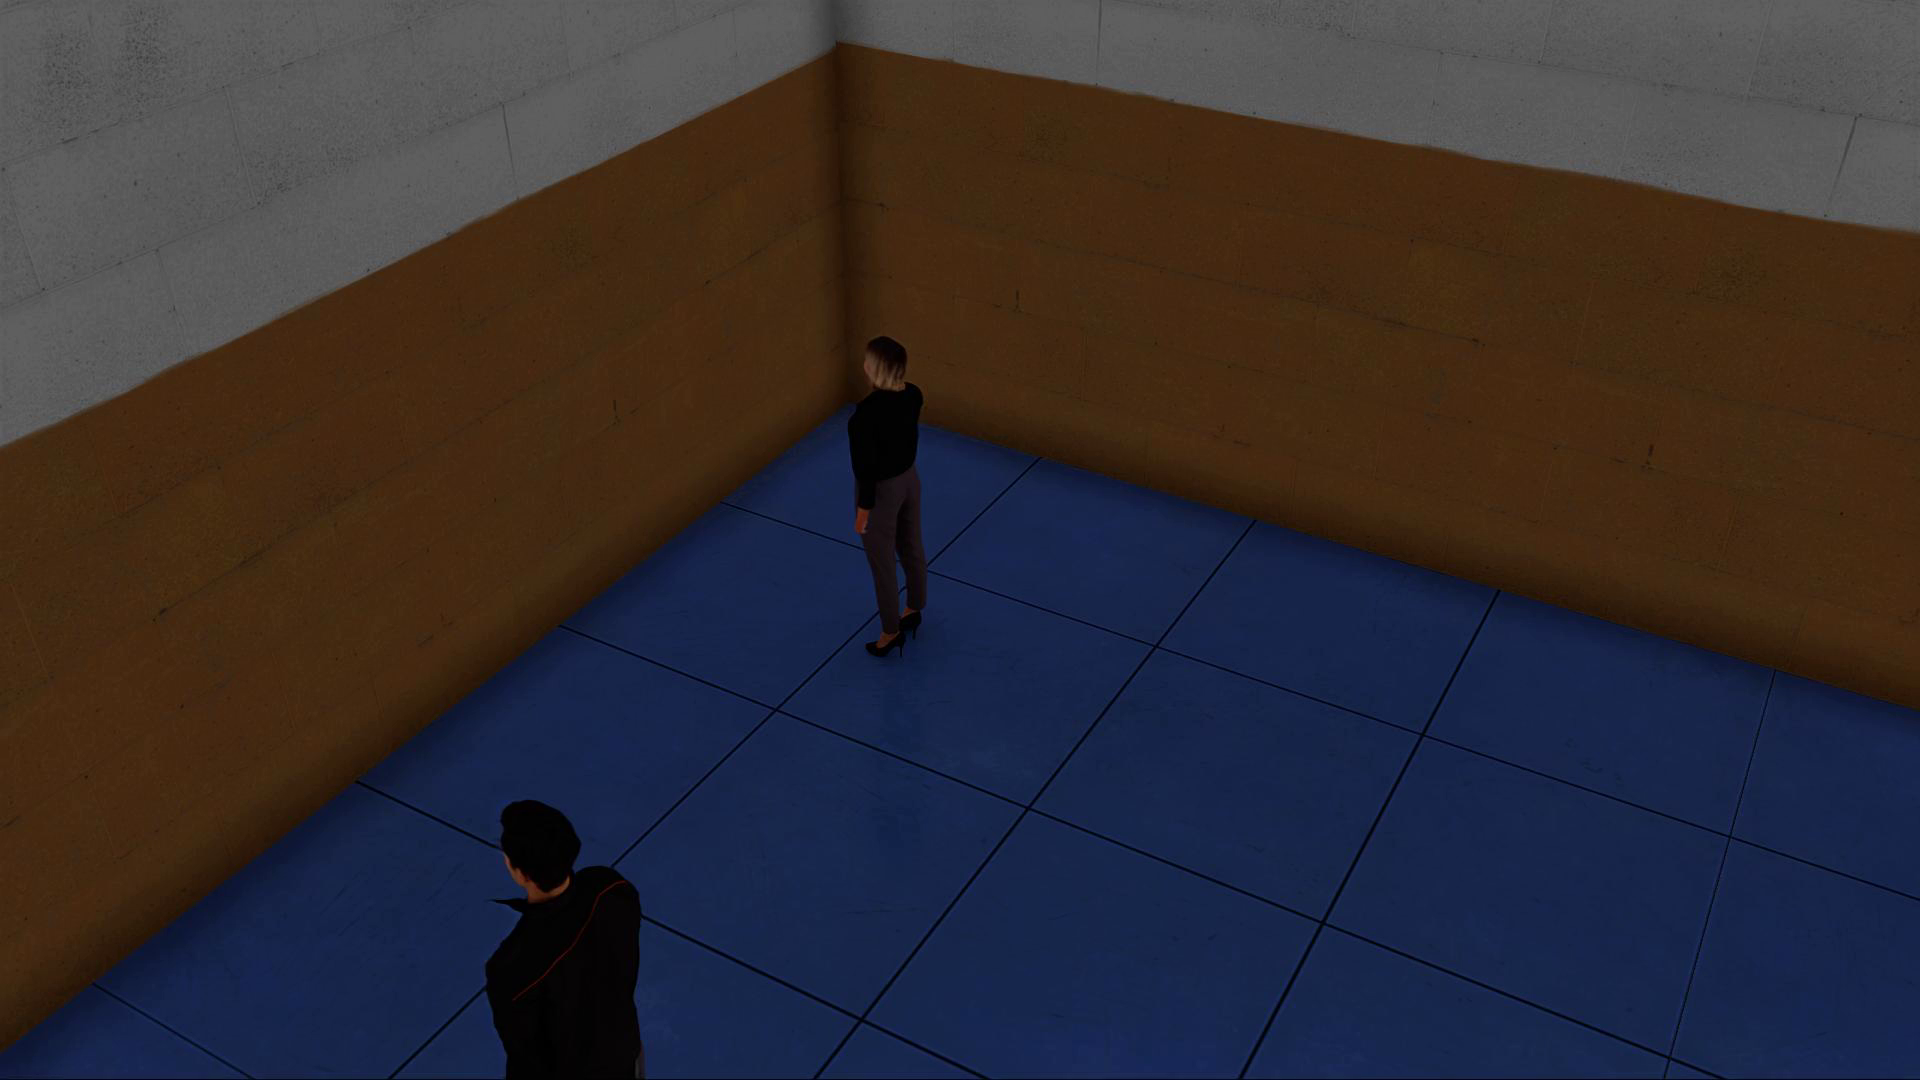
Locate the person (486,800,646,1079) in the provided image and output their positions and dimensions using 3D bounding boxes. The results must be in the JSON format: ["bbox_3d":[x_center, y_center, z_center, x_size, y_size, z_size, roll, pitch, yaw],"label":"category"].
[{"bbox_3d":[-1.115,1.520,4.913,0.763,1.946,0.533,16,37,22],"label":"person"}]

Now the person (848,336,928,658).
[{"bbox_3d":[-0.318,-0.182,7.720,0.670,1.672,0.493,21,39,29],"label":"person"}]
